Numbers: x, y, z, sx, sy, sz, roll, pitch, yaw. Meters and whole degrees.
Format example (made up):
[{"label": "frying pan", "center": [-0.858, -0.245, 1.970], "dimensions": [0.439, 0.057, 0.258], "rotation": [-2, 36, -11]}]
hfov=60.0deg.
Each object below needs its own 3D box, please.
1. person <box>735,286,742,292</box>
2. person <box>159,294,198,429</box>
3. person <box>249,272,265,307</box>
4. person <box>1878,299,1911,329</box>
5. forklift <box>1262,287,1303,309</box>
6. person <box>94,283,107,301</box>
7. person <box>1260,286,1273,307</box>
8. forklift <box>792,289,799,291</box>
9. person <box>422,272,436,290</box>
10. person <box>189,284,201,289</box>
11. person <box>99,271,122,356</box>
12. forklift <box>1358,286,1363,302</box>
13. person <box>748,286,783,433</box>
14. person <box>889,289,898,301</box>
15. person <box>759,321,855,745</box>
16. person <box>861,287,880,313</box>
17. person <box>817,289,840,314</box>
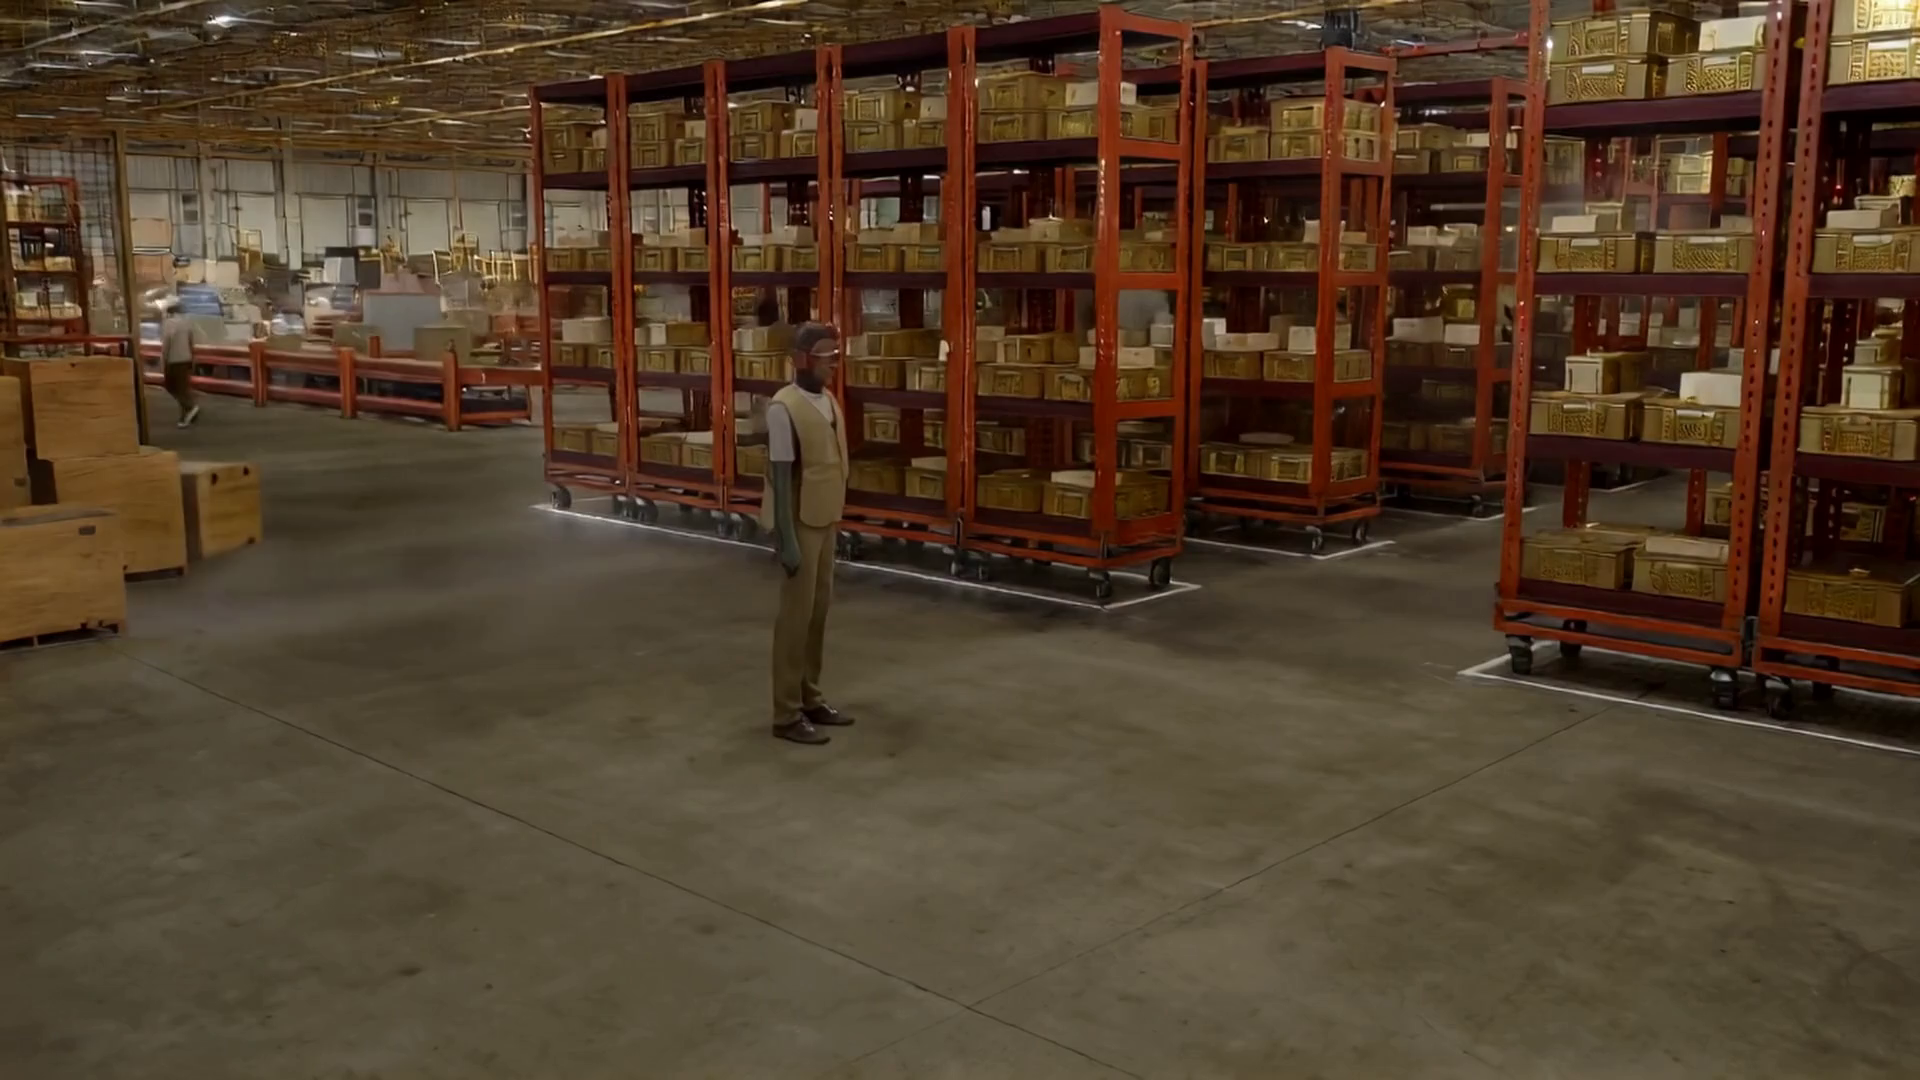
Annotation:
[{"label": "person", "center": [-9.427, -10.165, 70.074], "dimensions": [0.515, 1.636, 0.315], "rotation": [-4, 10, -23]}, {"label": "person", "center": [-10.080, -2.297, 21.475], "dimensions": [0.486, 1.741, 0.557], "rotation": [3, 10, 18]}, {"label": "person", "center": [-23.051, -7.823, 54.717], "dimensions": [0.435, 1.957, 0.609], "rotation": [5, 10, 28]}, {"label": "person", "center": [9.866, -1.724, 17.720], "dimensions": [0.404, 1.833, 0.590], "rotation": [1, 9, 9]}, {"label": "forklift", "center": [10.769, -8.203, 54.240], "dimensions": [1.129, 2.768, 1.873], "rotation": [8, 12, 42]}, {"label": "person", "center": [-24.642, -6.596, 47.924], "dimensions": [0.541, 1.725, 0.376], "rotation": [-4, 10, -23]}, {"label": "person", "center": [10.876, -8.585, 59.211], "dimensions": [0.618, 2.012, 0.771], "rotation": [2, 9, 10]}, {"label": "forklift", "center": [-7.053, -11.850, 76.597], "dimensions": [1.873, 2.768, 1.129], "rotation": [9, 13, 43]}, {"label": "person", "center": [-22.530, -10.389, 70.582], "dimensions": [0.584, 1.912, 0.627], "rotation": [-5, 10, -27]}, {"label": "person", "center": [-17.134, -4.990, 37.464], "dimensions": [0.451, 1.922, 0.552], "rotation": [-7, 12, -38]}, {"label": "person", "center": [-18.546, -4.819, 36.133], "dimensions": [0.839, 2.011, 0.630], "rotation": [-9, 13, -42]}, {"label": "forklift", "center": [11.100, -7.017, 46.970], "dimensions": [1.873, 2.768, 1.129], "rotation": [9, 13, 43]}, {"label": "person", "center": [-1.872, -1.691, 17.198], "dimensions": [0.948, 1.939, 0.634], "rotation": [-2, 9, -9]}, {"label": "person", "center": [-2.306, -8.311, 58.306], "dimensions": [0.330, 1.767, 0.528], "rotation": [3, 10, 20]}, {"label": "person", "center": [-0.684, -0.040, 7.353], "dimensions": [0.373, 1.843, 0.572], "rotation": [3, 10, 17]}, {"label": "person", "center": [-2.310, -5.876, 43.216], "dimensions": [0.593, 1.822, 0.470], "rotation": [-8, 12, -39]}, {"label": "person", "center": [-3.192, -5.575, 41.133], "dimensions": [0.678, 1.892, 0.432], "rotation": [2, 10, 13]}]
